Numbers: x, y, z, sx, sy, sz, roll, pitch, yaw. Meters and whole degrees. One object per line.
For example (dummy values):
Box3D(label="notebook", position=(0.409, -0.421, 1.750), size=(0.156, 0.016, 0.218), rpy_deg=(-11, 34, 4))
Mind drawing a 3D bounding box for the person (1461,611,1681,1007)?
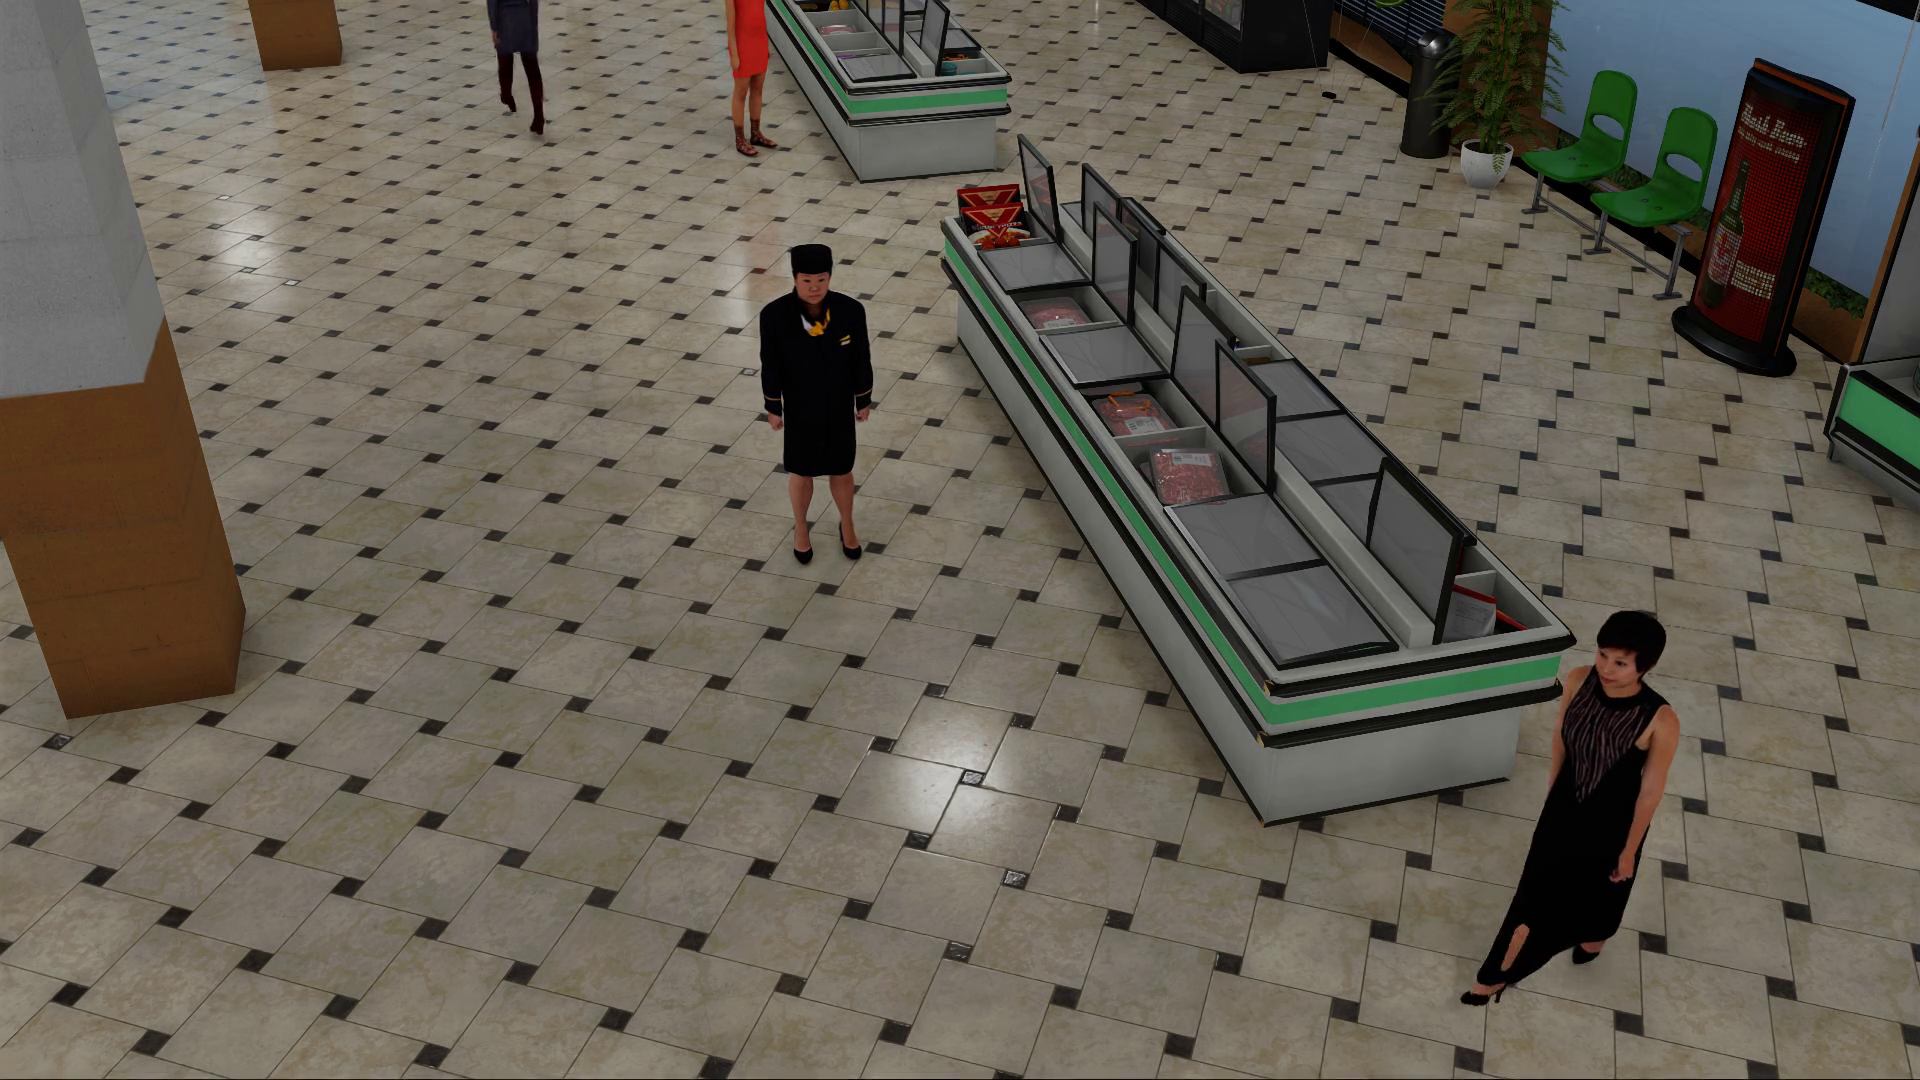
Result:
Box3D(label="person", position=(2.215, 0.900, 5.648), size=(0.957, 1.561, 1.052), rpy_deg=(-26, 40, -35))

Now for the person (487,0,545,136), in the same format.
Box3D(label="person", position=(-3.623, -4.172, 13.696), size=(0.766, 1.669, 1.138), rpy_deg=(-16, 35, -24))

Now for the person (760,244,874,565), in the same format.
Box3D(label="person", position=(-0.680, -0.647, 8.030), size=(0.715, 1.670, 0.657), rpy_deg=(-4, 32, -7))

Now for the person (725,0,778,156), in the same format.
Box3D(label="person", position=(-1.699, -3.977, 13.335), size=(0.701, 1.719, 0.662), rpy_deg=(20, 37, 29))
